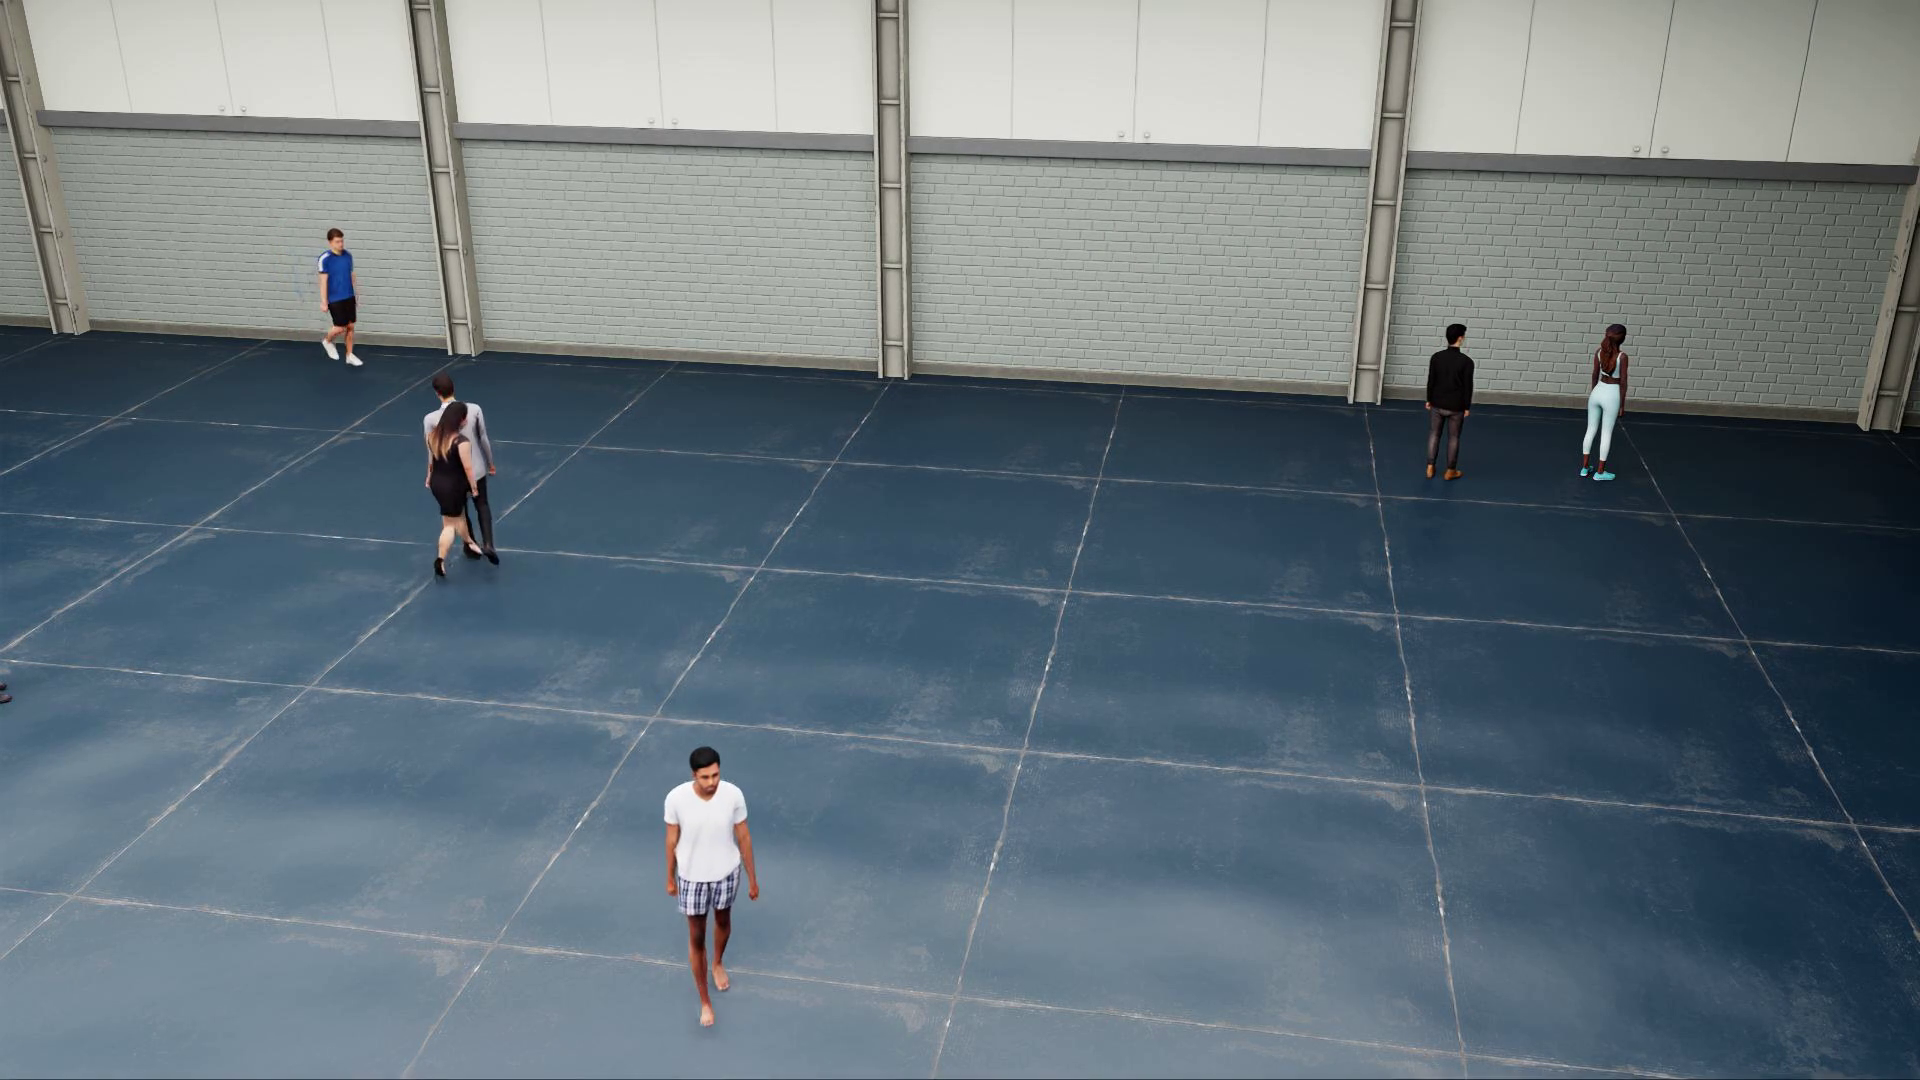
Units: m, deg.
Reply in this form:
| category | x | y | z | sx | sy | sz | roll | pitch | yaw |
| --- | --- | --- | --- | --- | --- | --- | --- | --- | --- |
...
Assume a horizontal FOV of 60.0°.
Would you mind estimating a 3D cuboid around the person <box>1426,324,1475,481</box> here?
| category | x | y | z | sx | sy | sz | roll | pitch | yaw |
| --- | --- | --- | --- | --- | --- | --- | --- | --- | --- |
| person | 5.298 | -1.501 | 18.037 | 0.637 | 1.723 | 0.782 | 15 | 27 | 31 |

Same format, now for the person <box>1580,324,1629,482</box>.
| category | x | y | z | sx | sy | sz | roll | pitch | yaw |
| --- | --- | --- | --- | --- | --- | --- | --- | --- | --- |
| person | 7.004 | -1.506 | 18.046 | 0.713 | 1.724 | 0.649 | -16 | 28 | -33 |

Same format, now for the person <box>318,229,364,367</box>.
| category | x | y | z | sx | sy | sz | roll | pitch | yaw |
| --- | --- | --- | --- | --- | --- | --- | --- | --- | --- |
| person | -8.213 | -3.203 | 21.898 | 0.979 | 1.833 | 0.844 | 14 | 27 | 30 |

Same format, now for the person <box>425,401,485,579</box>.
| category | x | y | z | sx | sy | sz | roll | pitch | yaw |
| --- | --- | --- | --- | --- | --- | --- | --- | --- | --- |
| person | -4.815 | -0.425 | 15.584 | 1.003 | 1.661 | 0.981 | 10 | 25 | 23 |

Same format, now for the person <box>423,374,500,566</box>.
| category | x | y | z | sx | sy | sz | roll | pitch | yaw |
| --- | --- | --- | --- | --- | --- | --- | --- | --- | --- |
| person | -4.680 | -0.618 | 15.741 | 1.114 | 1.893 | 1.145 | -9 | 25 | -21 |

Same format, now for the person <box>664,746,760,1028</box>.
| category | x | y | z | sx | sy | sz | roll | pitch | yaw |
| --- | --- | --- | --- | --- | --- | --- | --- | --- | --- |
| person | -1.505 | 1.949 | 9.942 | 0.983 | 1.708 | 0.976 | -6 | 24 | -15 |
